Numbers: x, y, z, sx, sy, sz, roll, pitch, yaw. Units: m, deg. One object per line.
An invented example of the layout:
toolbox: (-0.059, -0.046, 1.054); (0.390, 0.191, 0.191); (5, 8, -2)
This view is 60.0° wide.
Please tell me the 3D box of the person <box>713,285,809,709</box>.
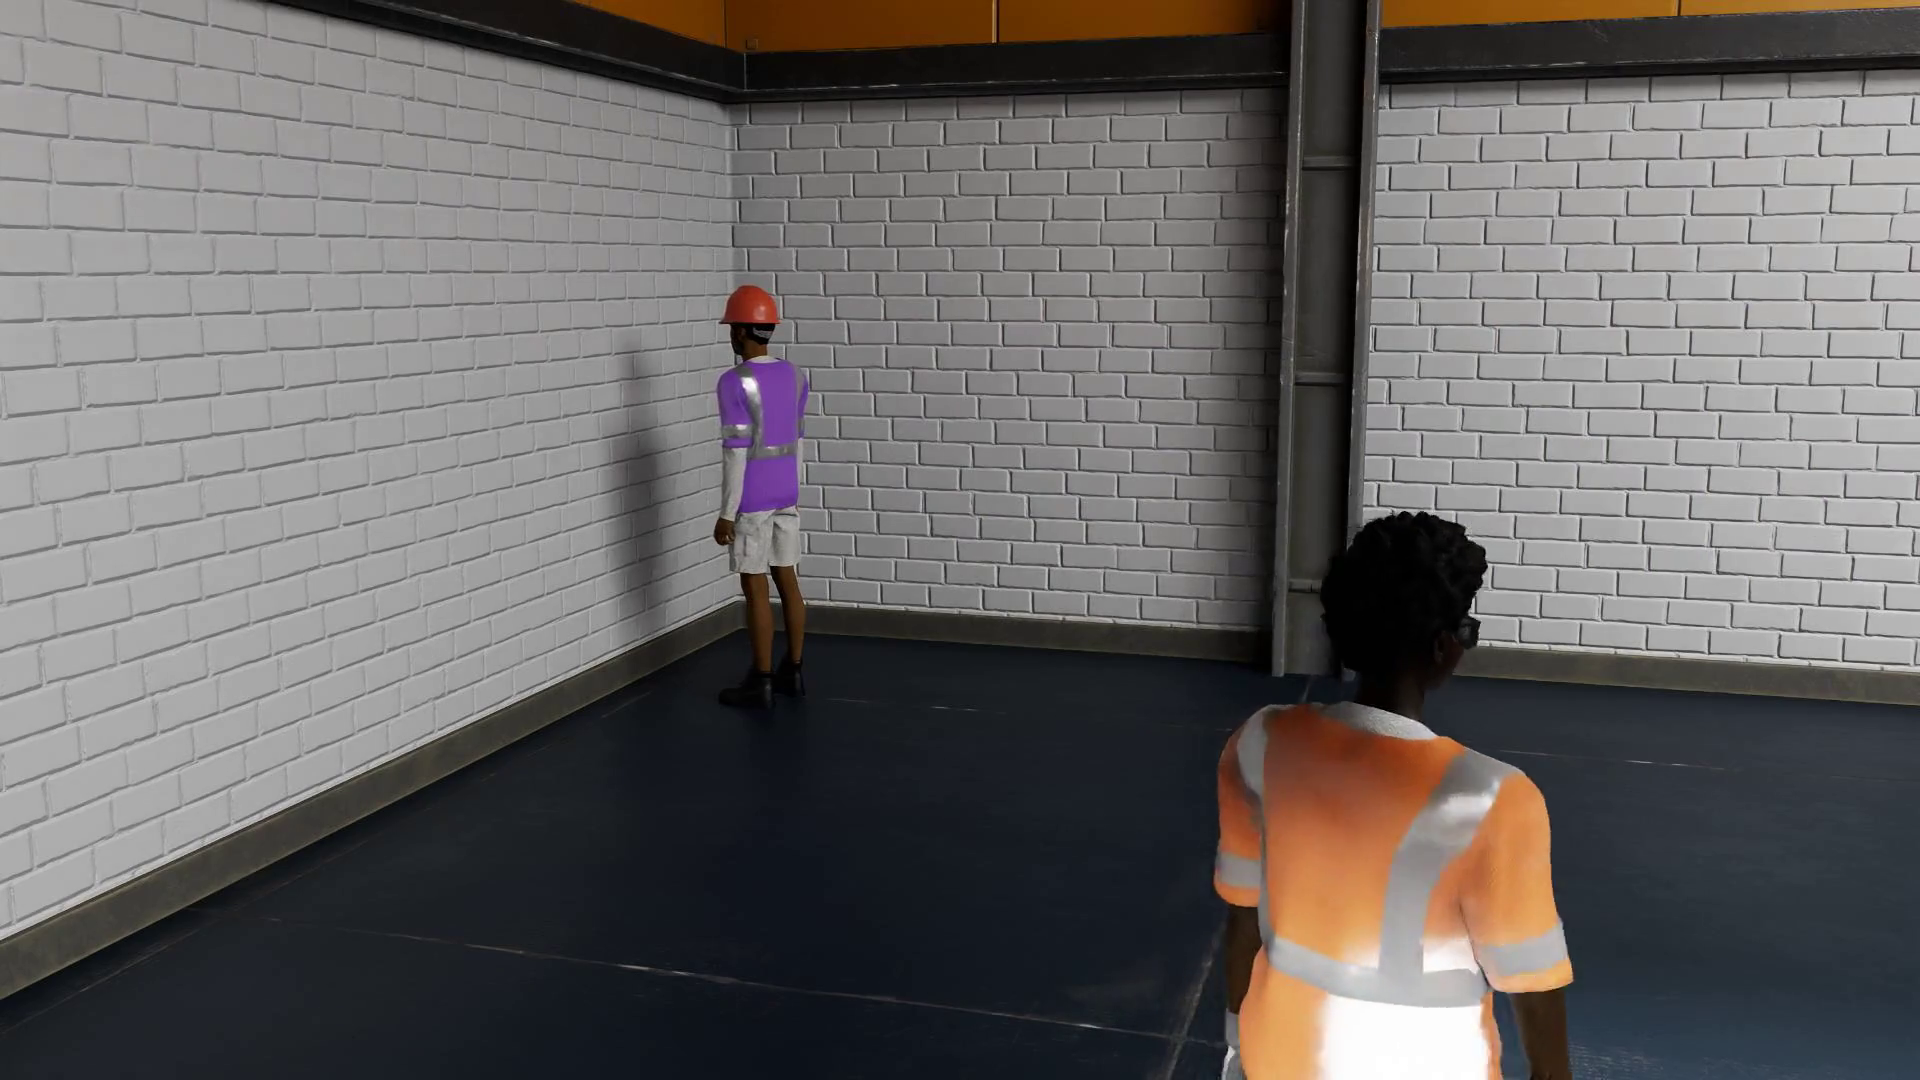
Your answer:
person: (-0.934, -0.193, 7.663); (0.368, 1.939, 0.542); (6, 11, 34)

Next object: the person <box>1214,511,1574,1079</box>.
person: (0.677, 0.789, 2.464); (0.553, 1.682, 0.546); (-7, 11, -35)
